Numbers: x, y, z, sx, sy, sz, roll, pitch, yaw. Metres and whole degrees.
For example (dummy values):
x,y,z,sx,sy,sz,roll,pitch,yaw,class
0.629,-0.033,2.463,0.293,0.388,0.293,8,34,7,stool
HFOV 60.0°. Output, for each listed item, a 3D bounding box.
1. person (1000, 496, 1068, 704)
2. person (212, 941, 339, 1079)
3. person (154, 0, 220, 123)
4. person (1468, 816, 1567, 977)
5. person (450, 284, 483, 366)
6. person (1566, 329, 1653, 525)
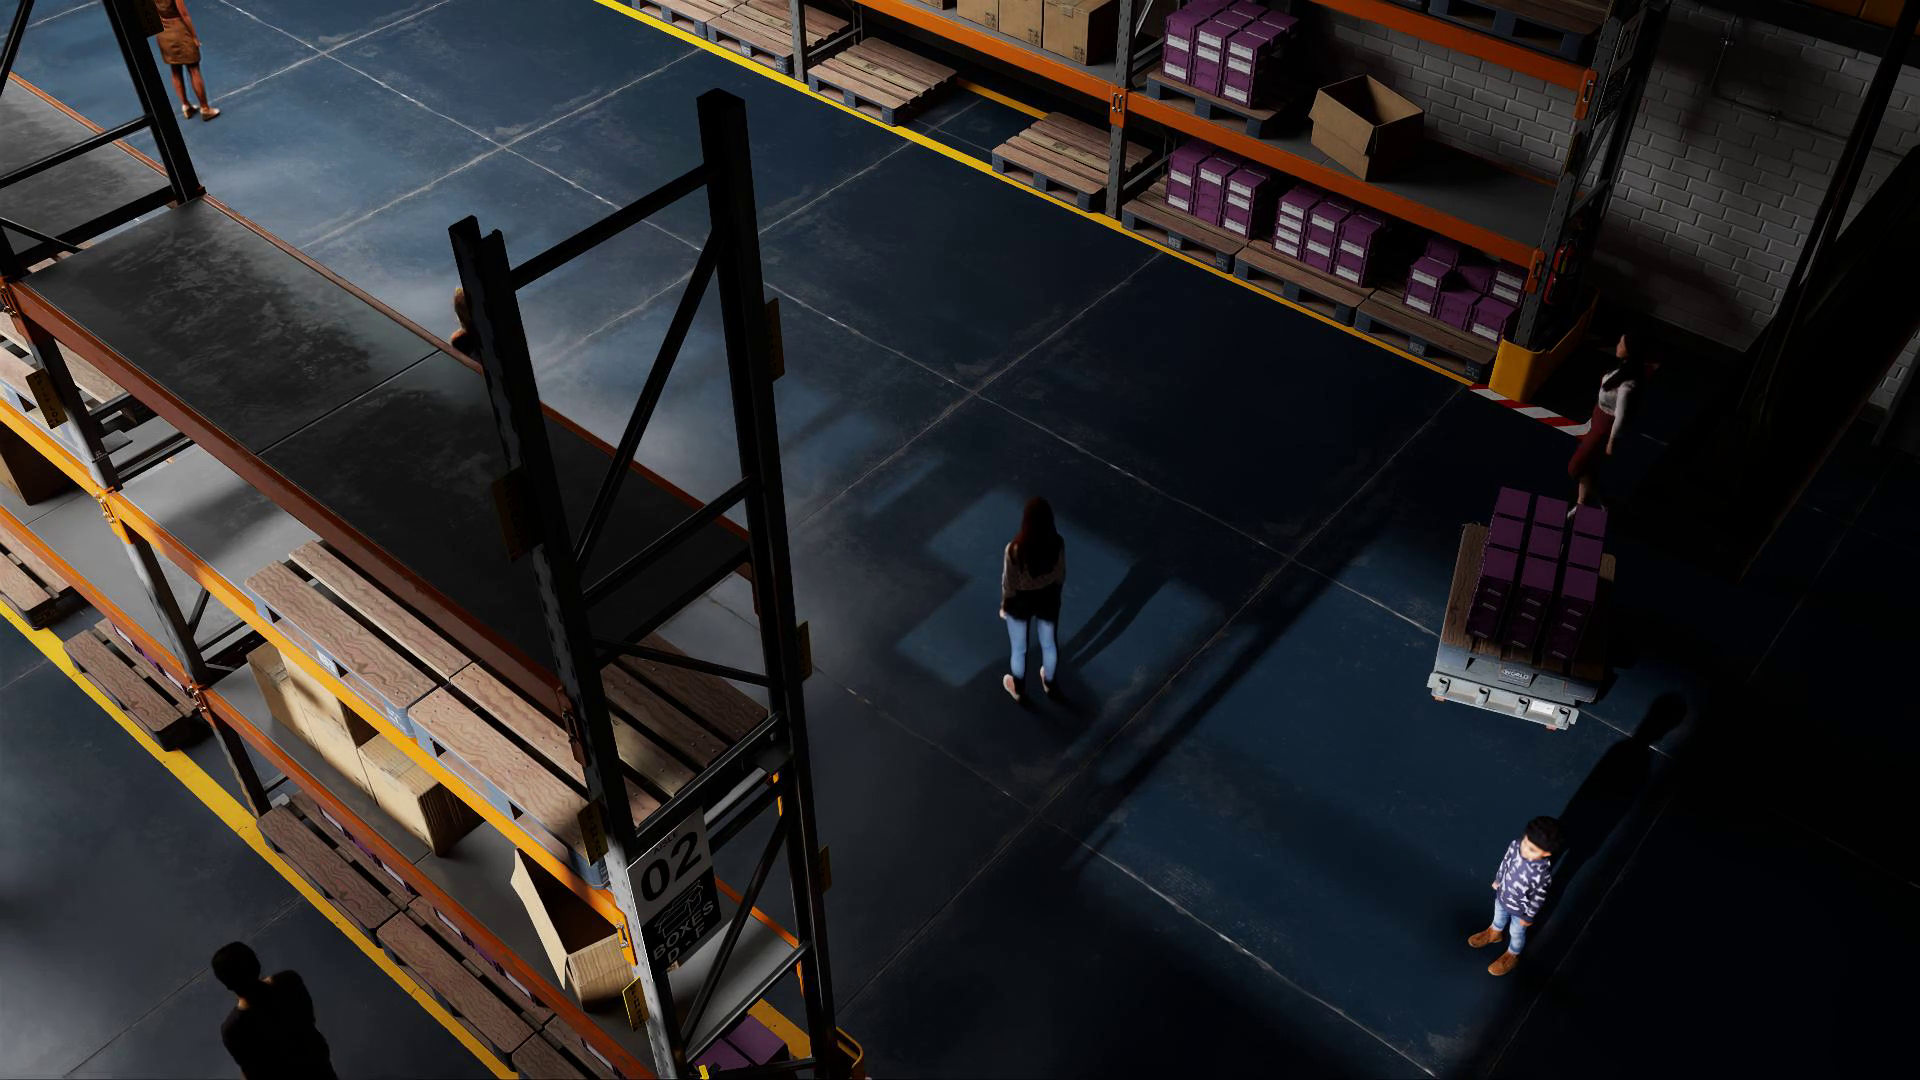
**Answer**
x,y,z,sx,sy,sz,roll,pitch,yaw,class
0.471,0.383,10.609,0.654,1.728,0.676,-11,45,-11,person
-3.296,2.617,8.304,1.079,1.674,0.682,26,49,25,person
-7.630,-4.881,16.167,0.589,1.684,0.699,9,44,9,person
3.136,1.966,9.296,0.620,1.248,0.528,-14,45,-15,person
-3.333,-1.042,12.065,0.841,1.784,0.651,33,53,30,person
4.643,-0.742,11.782,0.757,1.739,0.690,17,46,17,person
